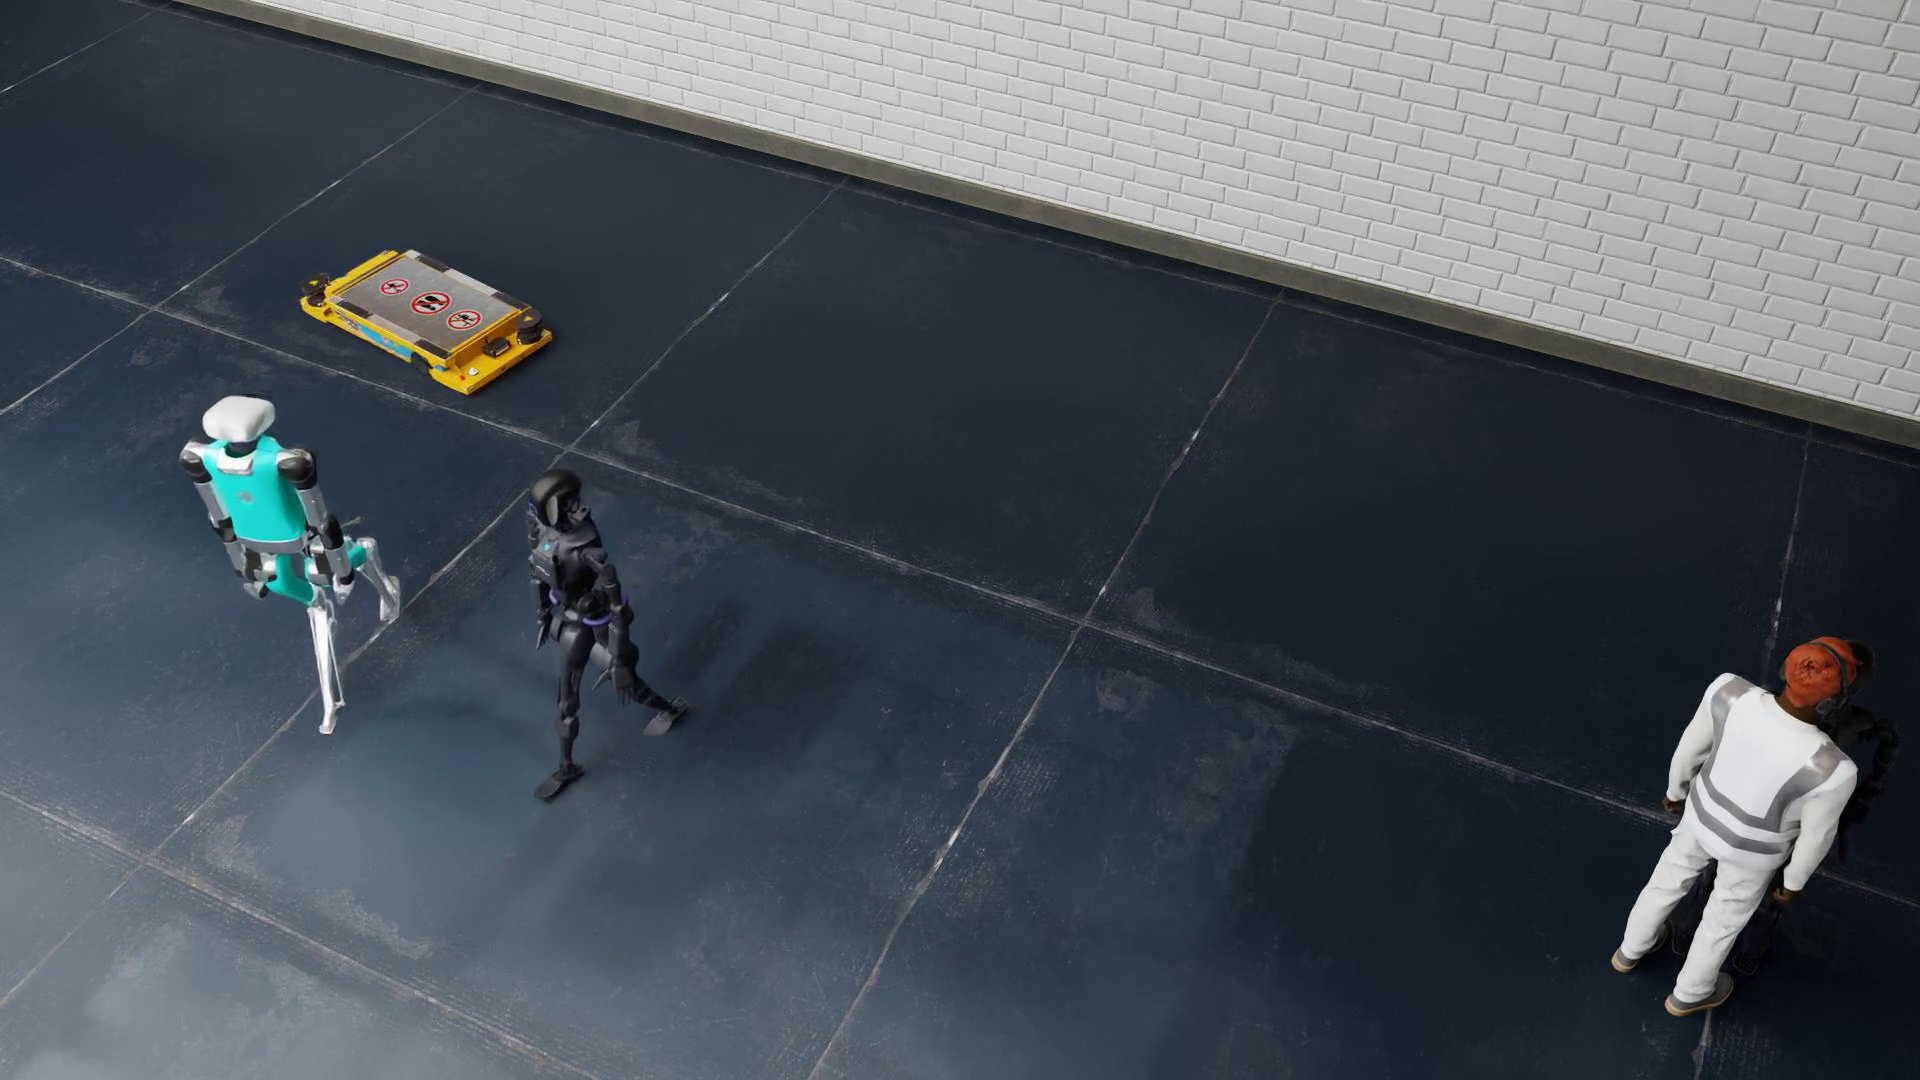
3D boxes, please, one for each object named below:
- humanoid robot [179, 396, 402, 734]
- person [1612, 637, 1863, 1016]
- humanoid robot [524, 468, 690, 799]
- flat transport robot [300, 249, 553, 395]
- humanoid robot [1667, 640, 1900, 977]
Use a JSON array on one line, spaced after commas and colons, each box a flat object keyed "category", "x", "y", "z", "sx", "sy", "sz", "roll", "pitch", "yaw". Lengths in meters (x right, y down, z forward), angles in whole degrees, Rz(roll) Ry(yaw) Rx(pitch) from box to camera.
[{"category": "humanoid robot", "x": -2.803, "y": -0.082, "z": 7.282, "sx": 0.542, "sy": 1.768, "sz": 0.955, "roll": 3, "pitch": 43, "yaw": 3}, {"category": "person", "x": 2.781, "y": 1.037, "z": 5.949, "sx": 0.348, "sy": 1.882, "sz": 0.582, "roll": -25, "pitch": 49, "yaw": -25}, {"category": "humanoid robot", "x": -1.524, "y": 0.376, "z": 6.854, "sx": 0.600, "sy": 1.634, "sz": 0.796, "roll": 29, "pitch": 50, "yaw": 28}, {"category": "flat transport robot", "x": -3.117, "y": -1.312, "z": 9.671, "sx": 1.431, "sy": 0.231, "sz": 0.659, "roll": 26, "pitch": 49, "yaw": 25}, {"category": "humanoid robot", "x": 3.011, "y": 0.989, "z": 6.142, "sx": 0.599, "sy": 1.657, "sz": 0.315, "roll": 18, "pitch": 46, "yaw": 19}]
